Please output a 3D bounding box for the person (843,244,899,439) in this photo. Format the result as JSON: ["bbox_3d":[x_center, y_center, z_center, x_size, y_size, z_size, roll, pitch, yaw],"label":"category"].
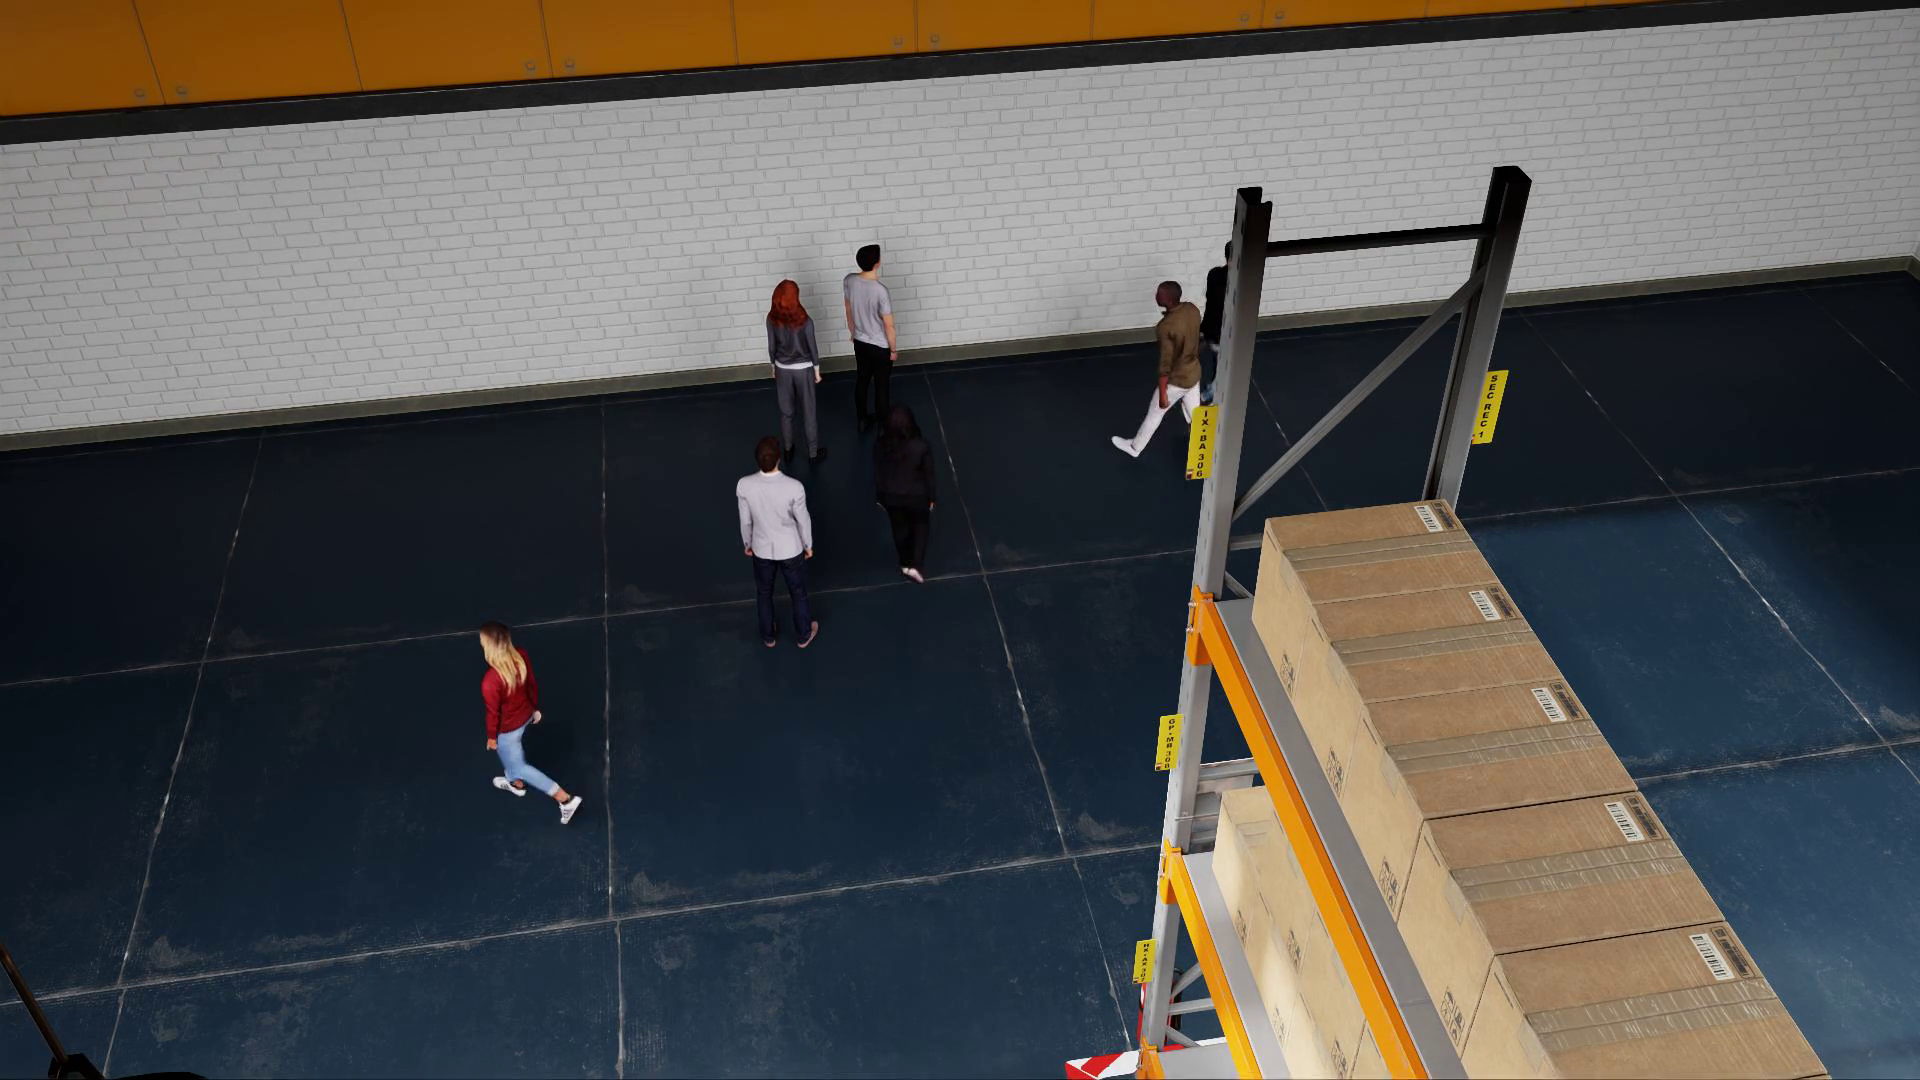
[{"bbox_3d":[-0.763,-1.705,14.341,0.719,1.863,0.794,26,45,29],"label":"person"}]

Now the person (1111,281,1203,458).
[{"bbox_3d":[1.889,-1.306,13.918,1.224,1.769,1.323,-32,48,-33],"label":"person"}]

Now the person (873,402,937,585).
[{"bbox_3d":[-0.436,-0.294,12.789,0.739,1.597,0.885,3,39,3],"label":"person"}]

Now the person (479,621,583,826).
[{"bbox_3d":[-2.874,1.213,10.892,0.951,1.610,1.038,11,40,14],"label":"person"}]

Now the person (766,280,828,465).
[{"bbox_3d":[-1.395,-1.413,14.044,0.645,1.780,0.633,8,39,10],"label":"person"}]

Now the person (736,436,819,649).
[{"bbox_3d":[-1.341,0.035,12.172,0.740,1.853,0.687,4,39,5],"label":"person"}]

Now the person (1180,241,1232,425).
[{"bbox_3d":[2.233,-1.775,14.490,0.931,1.789,0.990,-19,42,-22],"label":"person"}]
